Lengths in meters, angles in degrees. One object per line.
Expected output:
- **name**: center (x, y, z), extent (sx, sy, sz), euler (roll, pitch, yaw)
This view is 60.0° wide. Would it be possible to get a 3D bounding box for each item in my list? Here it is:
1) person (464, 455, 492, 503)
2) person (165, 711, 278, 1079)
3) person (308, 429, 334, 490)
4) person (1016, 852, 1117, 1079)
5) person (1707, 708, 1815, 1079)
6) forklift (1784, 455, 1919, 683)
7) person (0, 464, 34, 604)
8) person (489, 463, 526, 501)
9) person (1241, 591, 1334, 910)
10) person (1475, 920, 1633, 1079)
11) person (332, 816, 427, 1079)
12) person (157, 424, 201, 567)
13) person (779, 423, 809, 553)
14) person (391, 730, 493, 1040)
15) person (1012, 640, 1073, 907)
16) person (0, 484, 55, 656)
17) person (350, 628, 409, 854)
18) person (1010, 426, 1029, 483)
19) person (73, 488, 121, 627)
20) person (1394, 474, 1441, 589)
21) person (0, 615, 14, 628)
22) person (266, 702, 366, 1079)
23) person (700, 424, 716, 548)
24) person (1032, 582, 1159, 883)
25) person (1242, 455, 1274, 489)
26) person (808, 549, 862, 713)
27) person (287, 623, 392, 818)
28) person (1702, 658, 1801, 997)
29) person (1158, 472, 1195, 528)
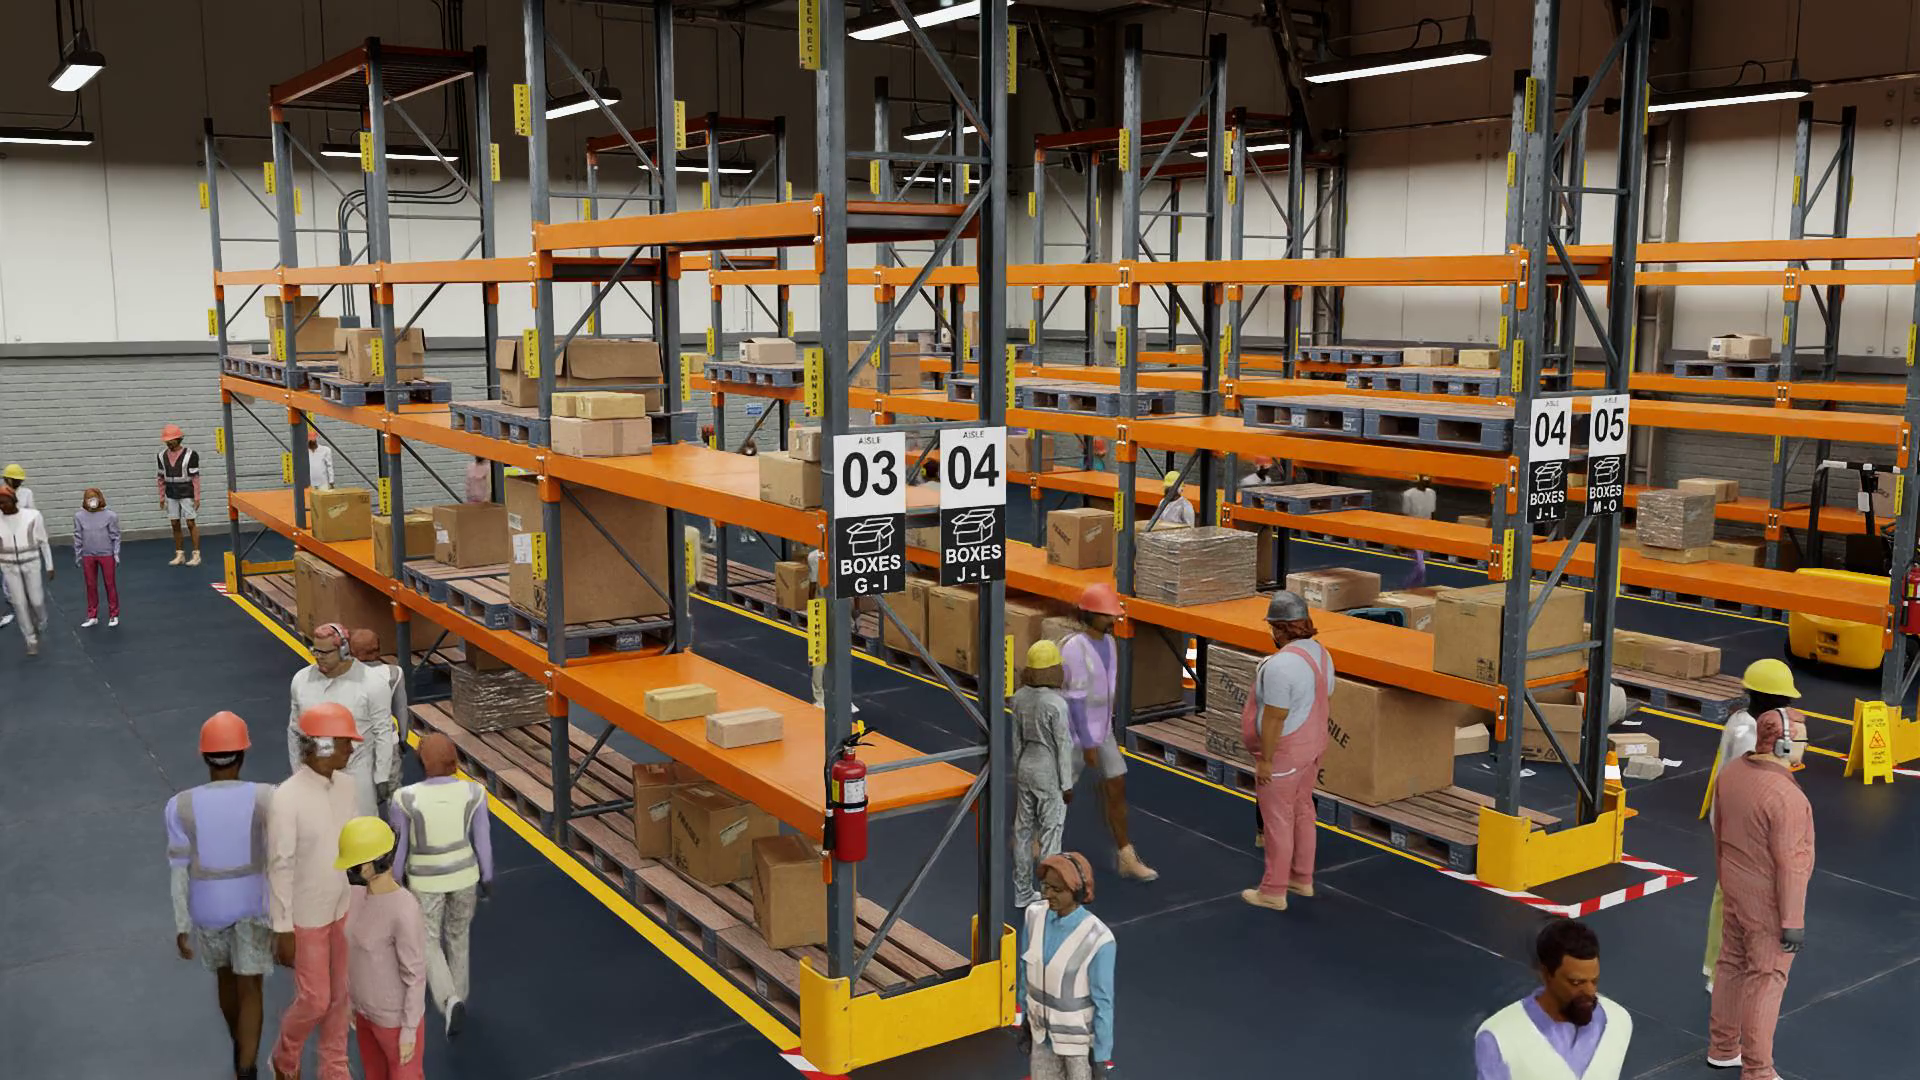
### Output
- **person**: center (-6.977, -0.575, 24.264), extent (0.585, 1.727, 0.458), euler (5, 10, 32)
- **person**: center (-3.514, 1.773, 8.063), extent (0.560, 1.896, 0.984), euler (-3, 9, -17)
- **person**: center (-10.313, -0.934, 26.589), extent (0.574, 1.737, 0.354), euler (-3, 9, -20)
- **person**: center (0.447, 2.077, 6.900), extent (0.313, 1.632, 0.518), euler (-7, 11, -40)
- **person**: center (3.953, 1.753, 8.143), extent (0.403, 1.904, 0.651), euler (-1, 9, -4)
- **forklift**: center (9.643, 0.253, 17.172), extent (2.313, 2.155, 1.214), euler (-6, 10, -33)
- **person**: center (-11.819, -0.077, 20.809), extent (0.351, 1.756, 0.552), euler (4, 10, 27)
- **person**: center (-6.392, -0.462, 23.581), extent (0.538, 1.696, 0.317), euler (-4, 9, -25)
- **person**: center (2.070, 1.310, 10.637), extent (0.535, 2.000, 0.685), euler (7, 11, 38)
- **person**: center (1.961, 2.159, 5.596), extent (0.608, 1.869, 1.008), euler (-2, 9, -15)
- **person**: center (-2.428, 2.001, 6.978), extent (0.523, 1.760, 0.327), euler (8, 12, 42)
- **person**: center (-11.071, -0.625, 23.574), extent (0.609, 2.033, 0.410), euler (1, 9, 5)
- **person**: center (-2.359, -0.715, 24.224), extent (0.618, 2.019, 0.899), euler (-2, 9, -11)
- **person**: center (-2.704, 1.805, 8.725), extent (0.523, 1.609, 0.630), euler (-5, 10, -30)
- **person**: center (0.528, 1.486, 10.447), extent (0.287, 1.746, 0.487), euler (-8, 12, -42)
- **person**: center (-10.104, 0.308, 17.897), extent (0.627, 1.865, 0.469), euler (-3, 9, -21)
- **person**: center (-4.010, 1.409, 11.320), extent (0.522, 1.636, 0.311), euler (-6, 10, -33)
- **person**: center (1.277, -2.053, 33.695), extent (0.429, 1.844, 0.622), euler (-7, 11, -37)
- **person**: center (-10.036, 0.206, 19.360), extent (0.519, 1.631, 0.278), euler (-1, 9, -8)
- **person**: center (5.562, 0.014, 19.928), extent (0.571, 1.840, 0.795), euler (-5, 10, -31)
- **person**: center (-11.167, 0.175, 18.754), extent (0.722, 1.861, 0.972), euler (1, 9, 9)
- **person**: center (-3.067, 1.763, 7.898), extent (0.580, 1.961, 0.691), euler (2, 9, 14)
- **person**: center (-3.781, -0.824, 25.365), extent (0.355, 1.886, 0.572), euler (-3, 9, -19)
- **person**: center (0.836, 1.261, 11.167), extent (1.062, 2.001, 0.629), euler (7, 11, 39)
- **person**: center (4.023, -0.322, 22.486), extent (0.591, 1.736, 0.431), euler (-7, 11, -41)
- **person**: center (-1.156, 0.697, 15.345), extent (0.505, 1.861, 0.329), euler (-3, 9, -22)
- **person**: center (-3.816, 1.445, 10.209), extent (0.636, 1.903, 0.404), euler (1, 9, 3)
- **person**: center (4.372, 1.587, 9.209), extent (0.401, 1.917, 0.585), euler (3, 9, 20)
- **person**: center (2.452, 0.115, 19.283), extent (0.404, 1.830, 0.602), euler (-5, 10, -30)
